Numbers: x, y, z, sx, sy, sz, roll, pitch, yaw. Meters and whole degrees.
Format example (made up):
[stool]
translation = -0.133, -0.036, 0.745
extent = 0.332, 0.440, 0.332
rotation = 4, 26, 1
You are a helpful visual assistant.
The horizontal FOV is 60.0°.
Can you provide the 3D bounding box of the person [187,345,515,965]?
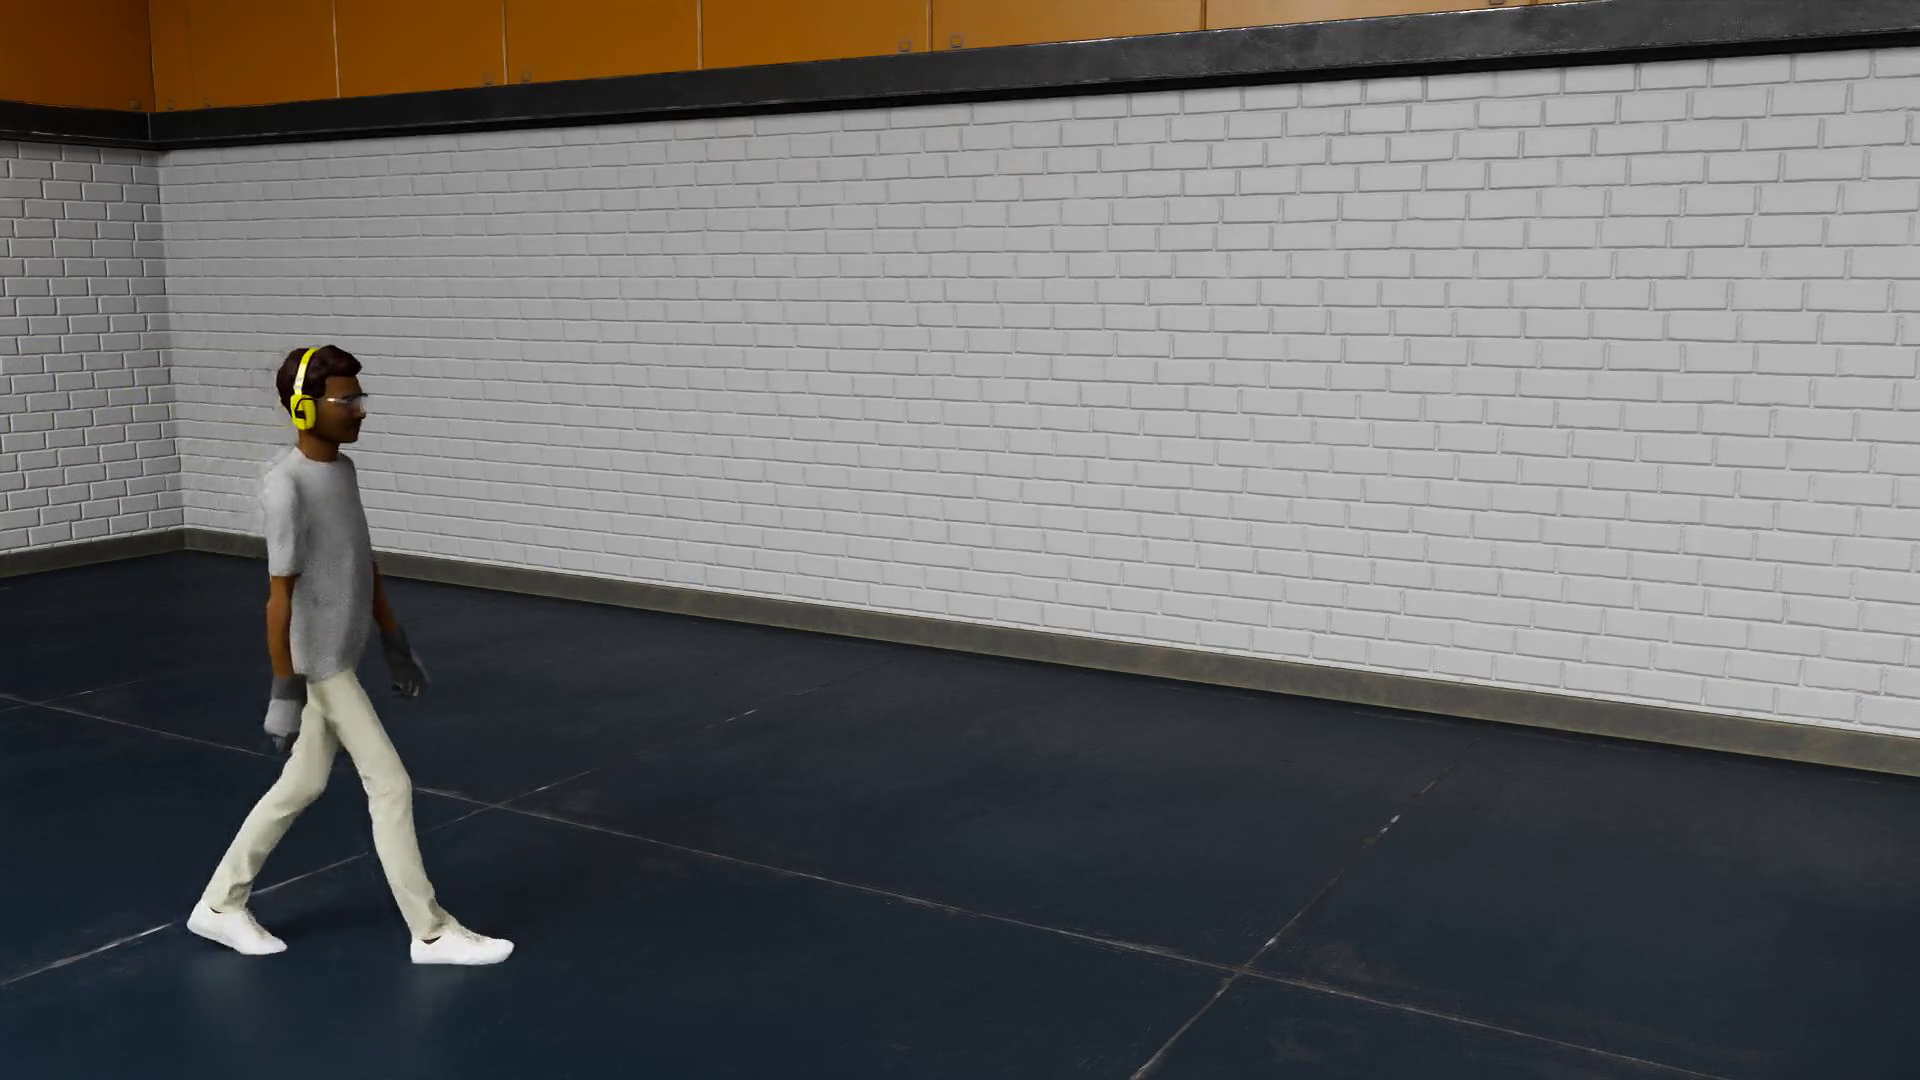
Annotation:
[person]
translation = -1.841, 0.349, 4.812
extent = 0.956, 1.834, 0.514
rotation = -1, 9, -6
